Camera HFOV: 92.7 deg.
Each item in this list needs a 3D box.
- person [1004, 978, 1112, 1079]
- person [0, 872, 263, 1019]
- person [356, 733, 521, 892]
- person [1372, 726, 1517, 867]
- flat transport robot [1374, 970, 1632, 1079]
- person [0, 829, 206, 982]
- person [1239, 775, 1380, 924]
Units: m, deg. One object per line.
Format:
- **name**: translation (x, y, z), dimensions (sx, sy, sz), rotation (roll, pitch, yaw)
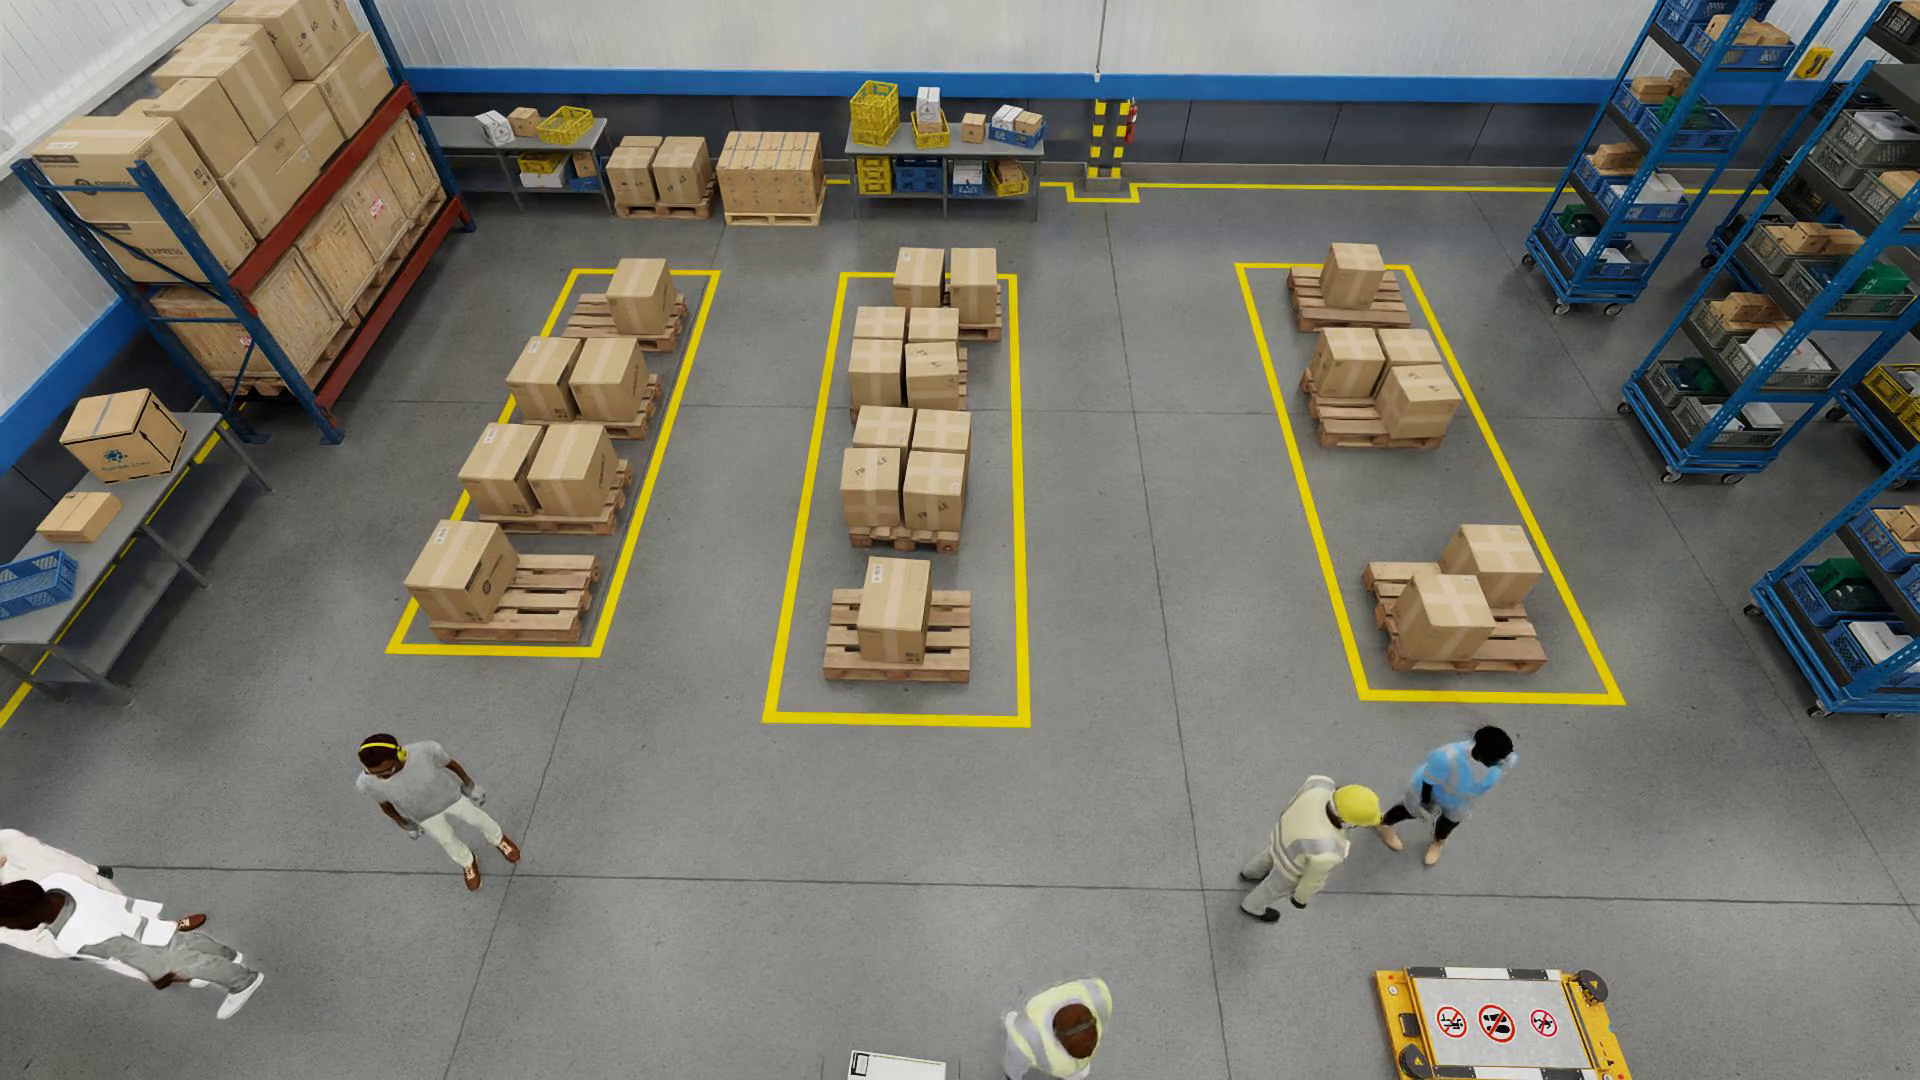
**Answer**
- **person**: translation (0.513, 2.805, 5.227), dimensions (0.666, 1.782, 0.695), rotation (-18, 53, -14)
- **person**: translation (-4.890, 2.394, 5.461), dimensions (0.590, 1.919, 0.395), rotation (31, 57, 23)
- **person**: translation (-3.415, 1.750, 6.021), dimensions (0.519, 1.865, 0.335), rotation (-31, 57, -23)
- **person**: translation (3.287, 1.698, 6.177), dimensions (0.537, 1.681, 0.374), rotation (2, 51, 2)
- **flat transport robot**: translation (3.501, 3.133, 5.914), dimensions (1.431, 0.197, 0.652), rotation (1, 51, 1)
- **person**: translation (-5.384, 2.240, 5.595), dimensions (0.408, 1.909, 0.642), rotation (-19, 53, -15)
- **person**: translation (2.201, 2.005, 5.853), dimensions (0.448, 1.811, 0.619), rotation (10, 52, 8)
